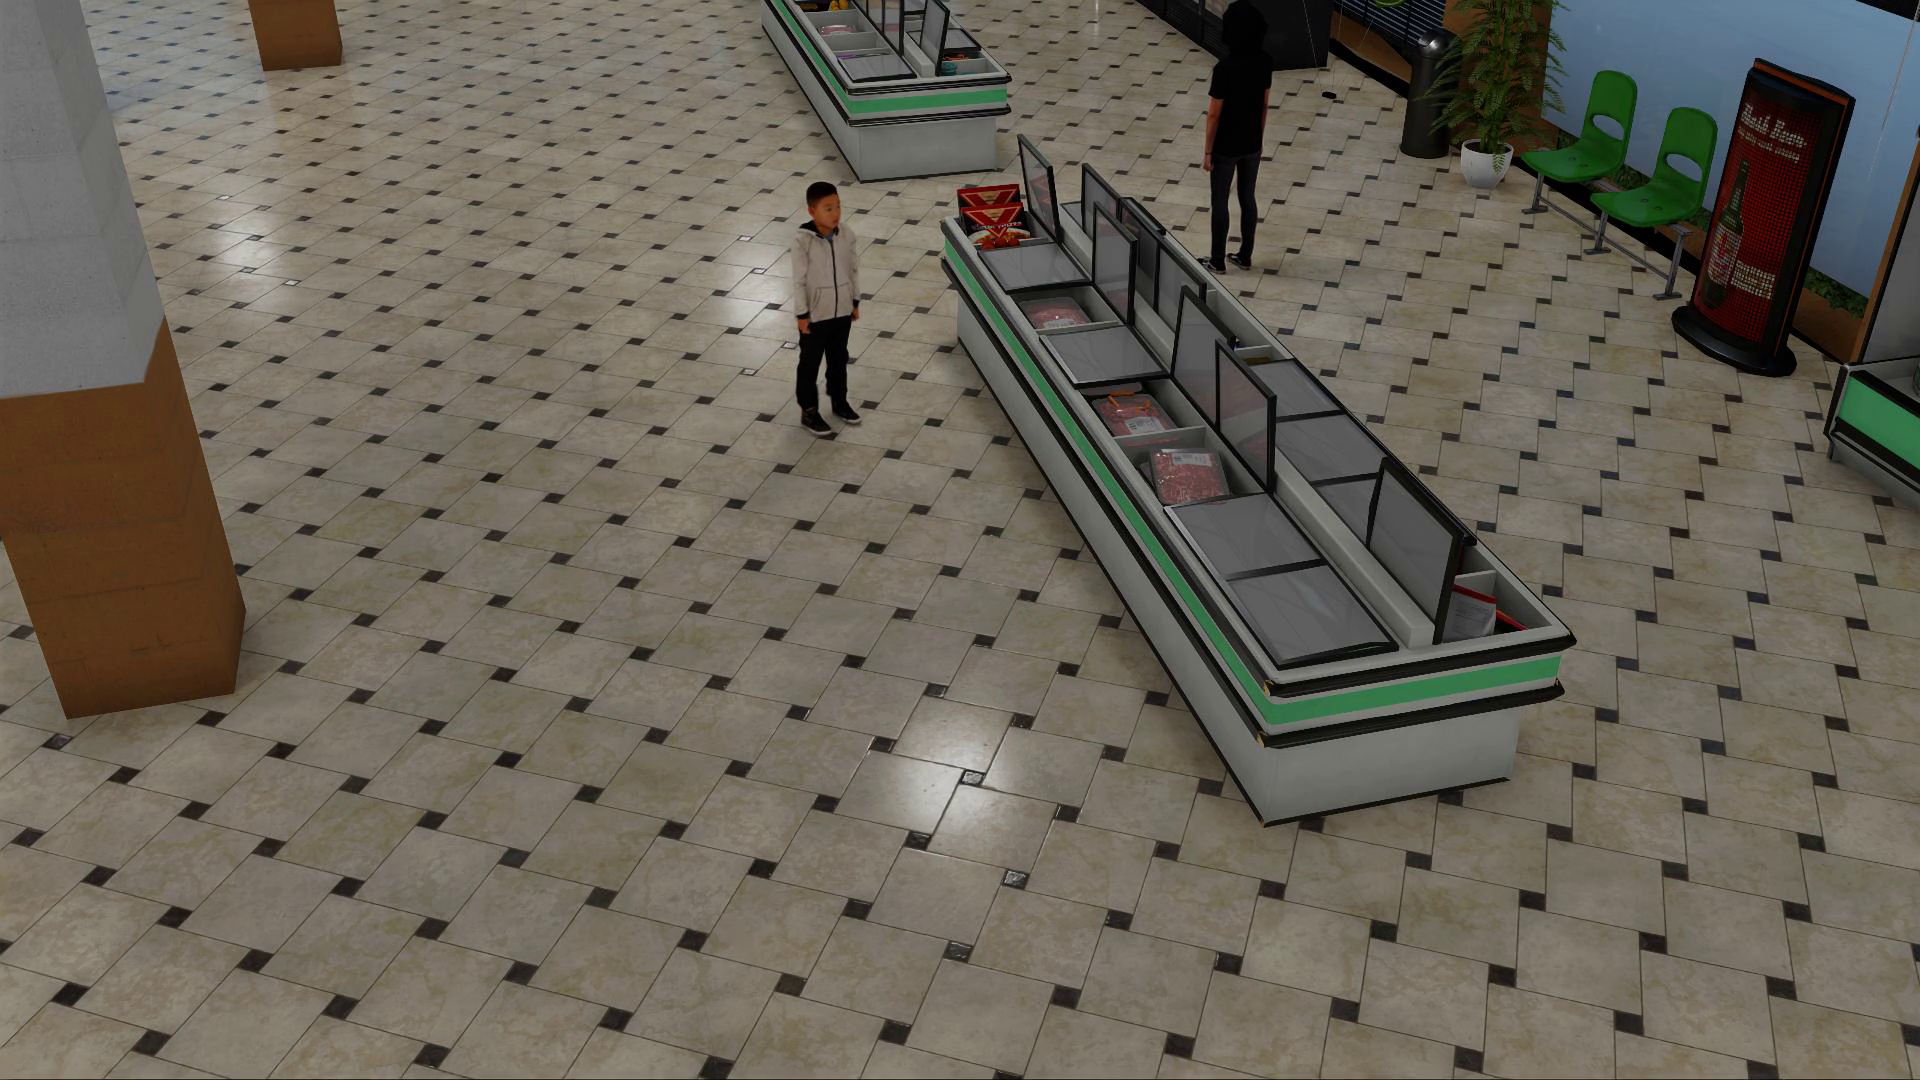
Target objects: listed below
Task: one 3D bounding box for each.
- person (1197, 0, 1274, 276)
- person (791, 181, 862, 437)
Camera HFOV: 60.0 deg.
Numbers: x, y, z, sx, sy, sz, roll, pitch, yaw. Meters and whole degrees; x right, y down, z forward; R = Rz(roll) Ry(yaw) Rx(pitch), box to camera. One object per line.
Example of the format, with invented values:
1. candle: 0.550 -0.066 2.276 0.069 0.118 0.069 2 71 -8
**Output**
1. person: 1.861 -2.680 11.146 0.668 1.829 0.583 -14 35 -21
2. person: -0.765 -1.299 9.284 0.649 1.451 0.633 -22 38 -31
